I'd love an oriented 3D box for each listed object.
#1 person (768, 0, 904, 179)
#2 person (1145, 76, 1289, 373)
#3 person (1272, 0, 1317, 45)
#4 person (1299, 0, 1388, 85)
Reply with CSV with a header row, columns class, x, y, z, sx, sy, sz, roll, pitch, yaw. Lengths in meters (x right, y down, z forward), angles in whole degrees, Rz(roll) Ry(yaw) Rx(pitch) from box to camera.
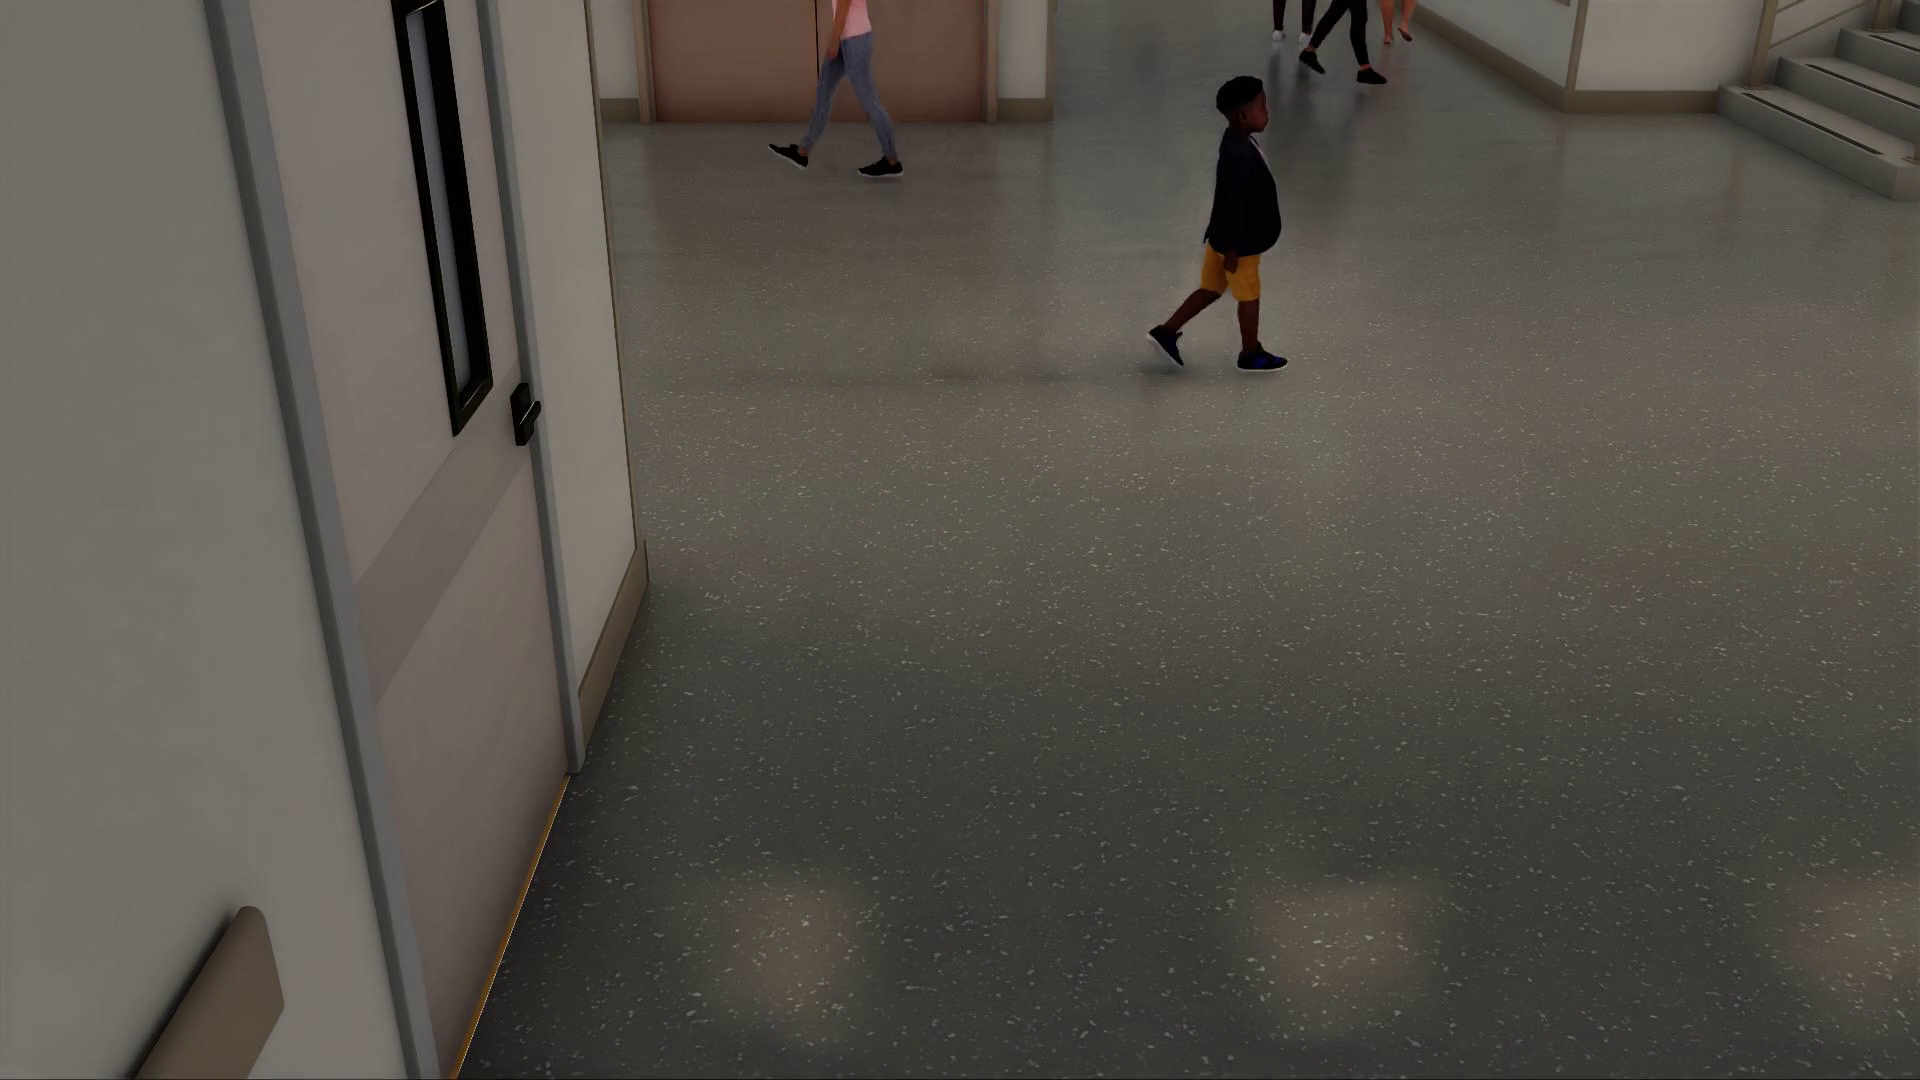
class,x,y,z,sx,sy,sz,roll,pitch,yaw
person,-0.563,-2.995,9.986,1.057,1.688,0.585,-1,26,-3
person,1.086,-1.294,6.958,0.836,1.255,0.537,-1,26,-2
person,3.017,-5.353,14.769,0.658,1.781,0.773,14,29,27
person,2.994,-4.447,13.014,1.172,1.673,1.132,-18,31,-32
